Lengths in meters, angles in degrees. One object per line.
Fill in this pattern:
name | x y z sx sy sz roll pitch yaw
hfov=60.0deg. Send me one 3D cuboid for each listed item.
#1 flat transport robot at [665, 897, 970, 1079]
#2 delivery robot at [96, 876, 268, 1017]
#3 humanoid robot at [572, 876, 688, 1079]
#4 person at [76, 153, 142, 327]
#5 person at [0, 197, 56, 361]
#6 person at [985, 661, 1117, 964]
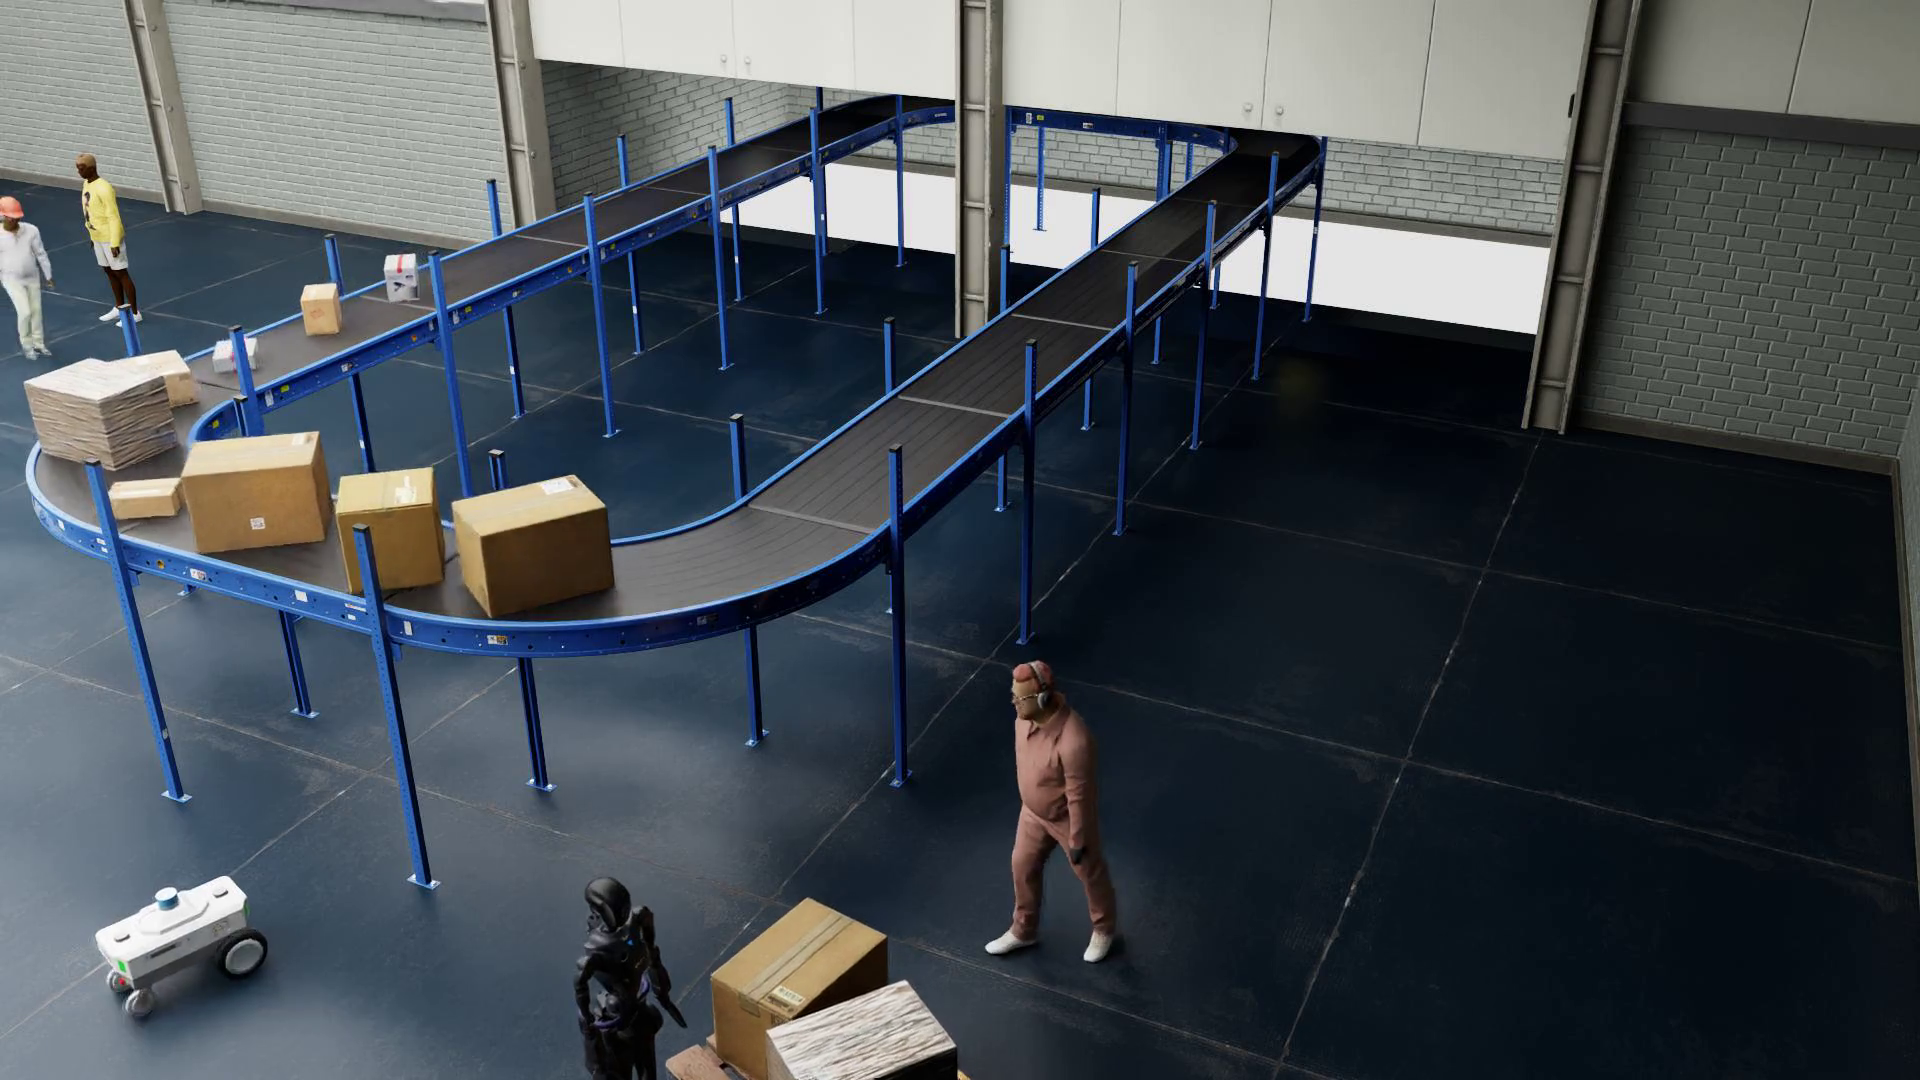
flat transport robot | -0.617 2.783 7.868 1.431 0.231 0.659 -20 33 -35
delivery robot | -4.155 2.126 8.892 0.811 0.614 0.499 -24 35 -39
humanoid robot | -1.488 2.195 7.465 0.339 1.656 0.583 12 29 23
person | -9.404 -3.312 18.319 0.539 1.900 0.377 19 32 34
person | -9.738 -2.718 17.297 0.442 1.732 0.573 18 31 31
person | 0.529 1.436 8.821 0.706 1.848 0.647 -16 31 -29
